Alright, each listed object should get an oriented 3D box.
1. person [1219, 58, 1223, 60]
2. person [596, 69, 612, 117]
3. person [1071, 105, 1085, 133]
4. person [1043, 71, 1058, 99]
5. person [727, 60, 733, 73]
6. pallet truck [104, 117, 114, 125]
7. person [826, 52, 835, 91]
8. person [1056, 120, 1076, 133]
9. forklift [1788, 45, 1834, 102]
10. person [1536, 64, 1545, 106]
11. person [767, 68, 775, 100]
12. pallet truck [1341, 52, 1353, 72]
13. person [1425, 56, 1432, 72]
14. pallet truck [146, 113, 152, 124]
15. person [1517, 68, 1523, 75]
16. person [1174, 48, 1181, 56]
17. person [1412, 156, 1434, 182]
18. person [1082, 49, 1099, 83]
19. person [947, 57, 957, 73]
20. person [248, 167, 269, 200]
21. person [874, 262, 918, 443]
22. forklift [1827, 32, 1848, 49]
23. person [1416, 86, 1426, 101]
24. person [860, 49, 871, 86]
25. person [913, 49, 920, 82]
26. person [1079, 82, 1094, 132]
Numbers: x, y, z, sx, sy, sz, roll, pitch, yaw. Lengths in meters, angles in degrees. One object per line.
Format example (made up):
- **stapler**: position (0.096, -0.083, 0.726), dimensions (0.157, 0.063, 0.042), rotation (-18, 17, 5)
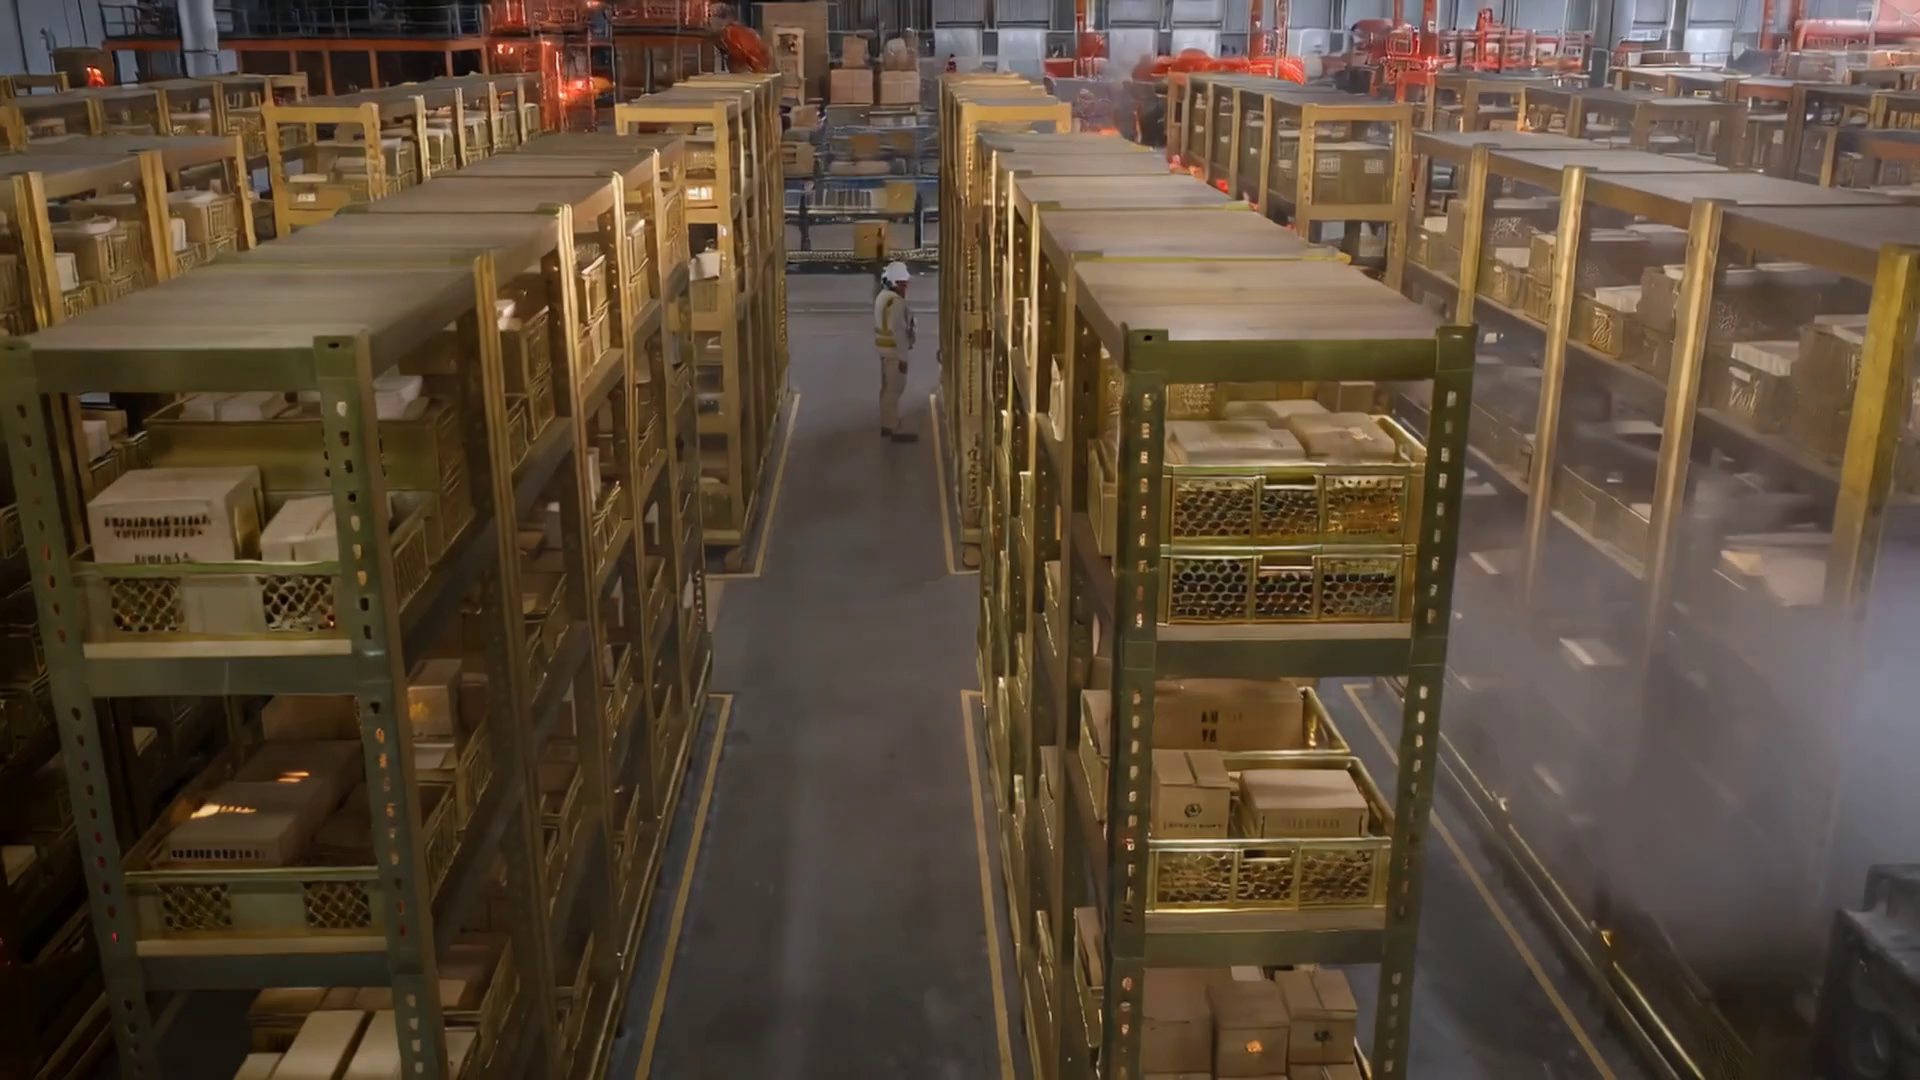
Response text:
- **person**: position (11.733, -20.840, 75.305), dimensions (0.573, 1.901, 0.747), rotation (-15, 23, -38)
- **person**: position (-13.881, -17.449, 64.962), dimensions (0.539, 1.811, 0.851), rotation (16, 24, 41)
- **person**: position (2.753, -9.775, 41.081), dimensions (0.562, 1.889, 0.952), rotation (-5, 18, -14)
- **person**: position (3.268, -16.068, 60.484), dimensions (0.626, 1.951, 1.003), rotation (-13, 22, -35)
- **person**: position (-12.952, -26.776, 93.825), dimensions (0.455, 1.816, 0.650), rotation (-2, 18, -5)
- **pallet truck**: position (-18.367, -7.885, 35.078), dimensions (1.885, 1.965, 0.823), rotation (1, 18, 2)
- **person**: position (-6.567, -23.770, 84.375), dimensions (0.384, 1.914, 0.609), rotation (-16, 24, -40)
- **person**: position (2.454, -9.317, 39.507), dimensions (0.612, 2.014, 0.913), rotation (3, 18, 10)
- **forklift**: position (31.326, -16.664, 60.830), dimensions (1.129, 2.768, 1.873), rotation (-1, 18, -2)
- **person**: position (24.115, -18.862, 69.273), dimensions (0.530, 1.857, 0.324), rotation (-10, 20, -27)
- **person**: position (-7.408, -17.431, 64.818), dimensions (0.593, 1.870, 0.480), rotation (-6, 19, -17)
- **pallet truck**: position (18.794, -23.123, 82.231), dimensions (0.823, 1.965, 1.885), rotation (-13, 22, -35)
- **person**: position (22.236, -22.043, 79.068), dimensions (0.360, 1.886, 0.574), rotation (12, 21, 32)
- **pallet truck**: position (-18.087, -8.309, 36.390), dimensions (1.885, 1.965, 0.823), rotation (-1, 18, -4)
- **person**: position (21.555, -17.190, 64.021), dimensions (0.630, 1.899, 0.971), rotation (-7, 19, -20)
- **person**: position (12.384, -26.932, 94.268), dimensions (0.429, 1.844, 0.627), rotation (-8, 20, -23)
- **person**: position (10.352, -8.601, 37.485), dimensions (0.659, 1.875, 0.546), rotation (14, 23, 37)
- **person**: position (7.350, -26.522, 93.063), dimensions (1.015, 1.817, 0.532), rotation (7, 19, 21)
- **person**: position (-0.394, -21.042, 75.882), dimensions (0.551, 1.940, 0.352), rotation (-15, 23, -39)
- **person**: position (-13.623, -6.934, 32.520), dimensions (0.524, 1.760, 0.328), rotation (0, 18, 0)
- **person**: position (-0.650, -1.898, 16.831), dimensions (0.403, 1.822, 0.588), rotation (-7, 19, -21)
- **forklift**: position (46.023, -25.321, 87.619), dimensions (1.129, 2.768, 1.873), rotation (-1, 18, -2)
- **person**: position (15.645, -14.577, 56.364), dimensions (0.315, 1.636, 0.514), rotation (-13, 22, -35)
- **person**: position (-5.081, -25.310, 89.077), dimensions (0.618, 1.945, 0.394), rotation (9, 20, 25)
- **person**: position (-2.502, -25.962, 91.224), dimensions (0.604, 1.876, 0.996), rotation (-10, 21, -29)
- **person**: position (4.124, -14.080, 54.543), dimensions (0.649, 1.819, 0.404), rotation (-14, 23, -37)
